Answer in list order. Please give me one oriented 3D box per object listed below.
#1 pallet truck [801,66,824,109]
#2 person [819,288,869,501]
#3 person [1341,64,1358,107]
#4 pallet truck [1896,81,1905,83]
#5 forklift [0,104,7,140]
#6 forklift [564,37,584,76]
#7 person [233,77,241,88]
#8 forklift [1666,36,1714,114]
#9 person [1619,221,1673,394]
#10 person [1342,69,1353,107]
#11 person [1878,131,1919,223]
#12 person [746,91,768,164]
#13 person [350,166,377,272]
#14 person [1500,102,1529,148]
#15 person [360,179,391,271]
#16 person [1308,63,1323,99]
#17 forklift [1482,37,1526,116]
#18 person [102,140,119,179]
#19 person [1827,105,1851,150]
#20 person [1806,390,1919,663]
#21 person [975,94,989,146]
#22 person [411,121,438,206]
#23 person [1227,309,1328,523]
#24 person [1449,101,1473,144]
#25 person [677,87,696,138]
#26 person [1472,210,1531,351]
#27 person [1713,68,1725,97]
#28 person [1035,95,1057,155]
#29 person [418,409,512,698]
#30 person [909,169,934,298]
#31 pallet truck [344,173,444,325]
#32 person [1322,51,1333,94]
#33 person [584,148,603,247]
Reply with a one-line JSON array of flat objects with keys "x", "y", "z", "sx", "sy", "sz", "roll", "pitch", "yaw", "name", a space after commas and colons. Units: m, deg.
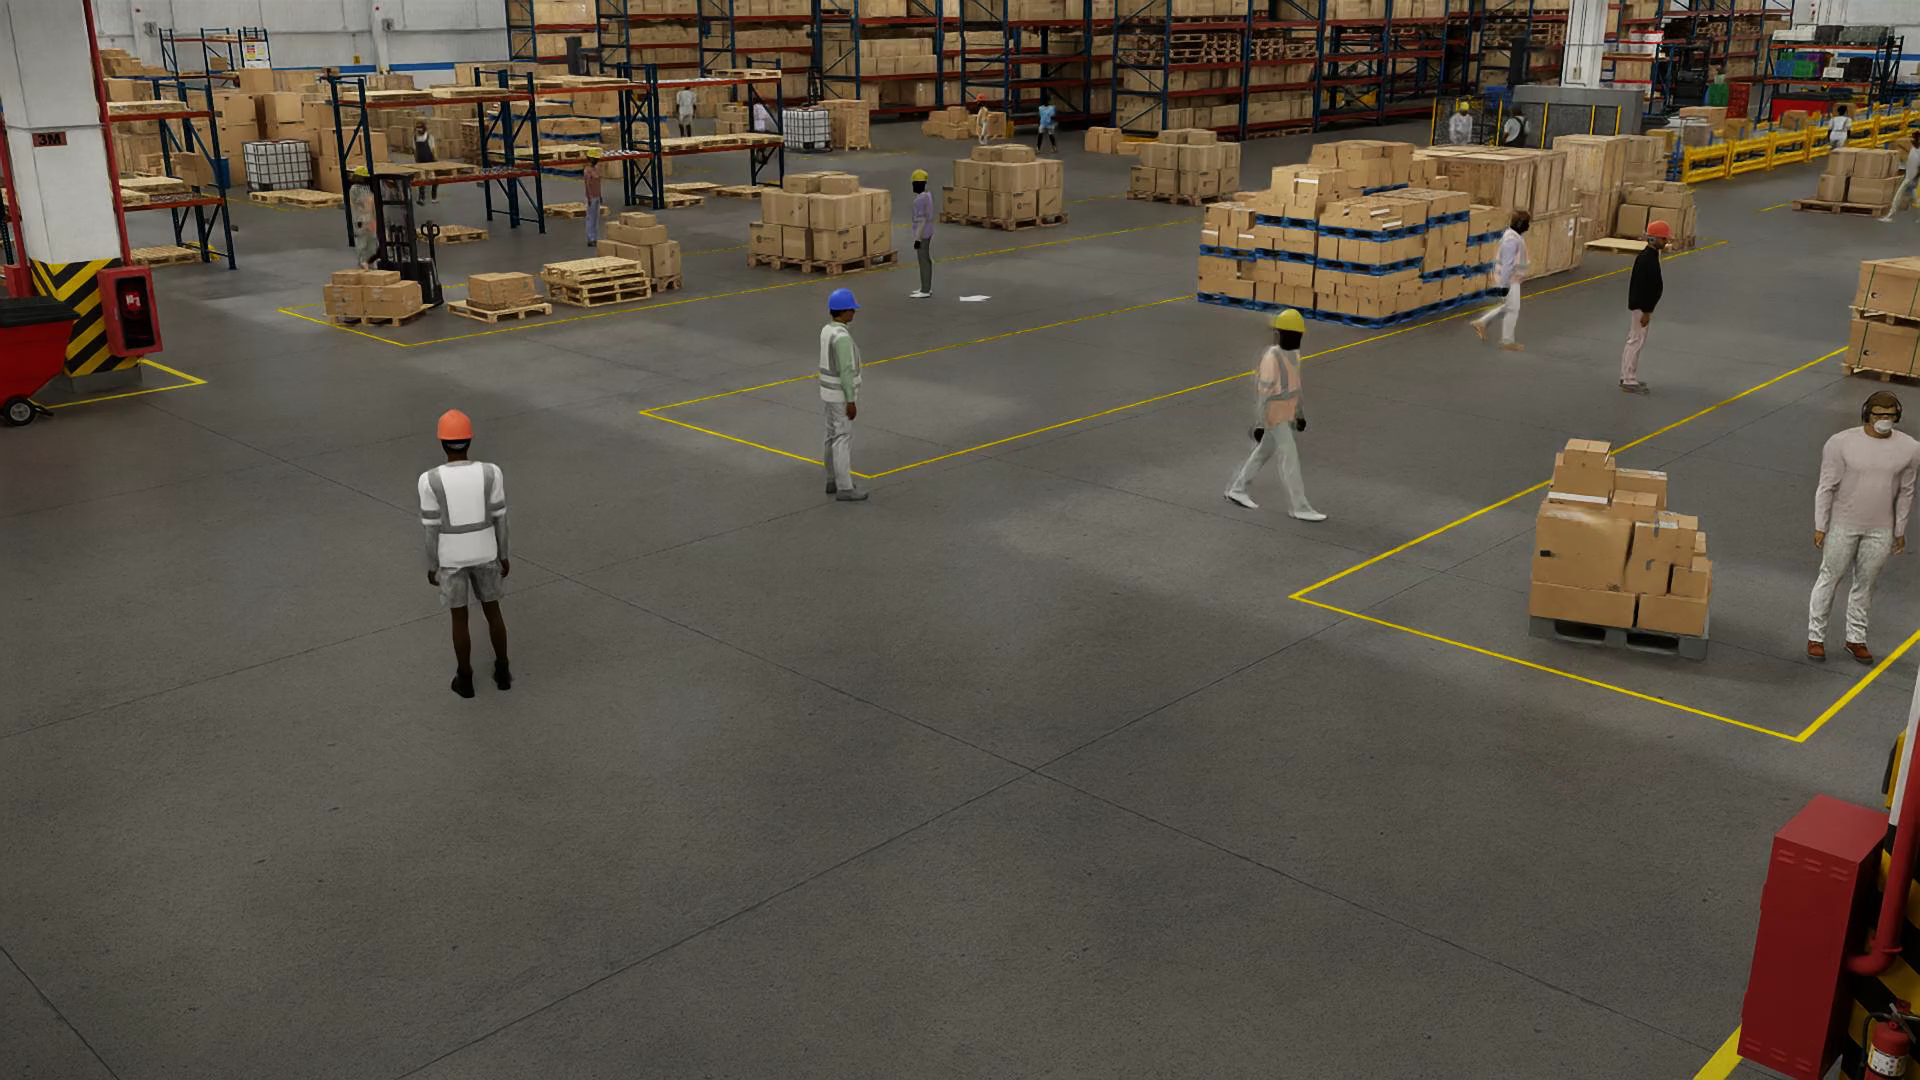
[{"x": -4.812, "y": -15.182, "z": 56.903, "sx": 0.823, "sy": 1.965, "sz": 1.885, "roll": -9, "pitch": 21, "yaw": -26, "name": "pallet truck"}, {"x": -1.087, "y": -1.331, "z": 15.247, "sx": 0.389, "sy": 1.949, "sz": 0.602, "roll": -7, "pitch": 20, "yaw": -20, "name": "person"}, {"x": 14.496, "y": -16.608, "z": 61.393, "sx": 1.003, "sy": 1.871, "sz": 0.683, "roll": -2, "pitch": 18, "yaw": -5, "name": "person"}, {"x": 34.802, "y": -16.331, "z": 61.455, "sx": 0.653, "sy": 1.274, "sz": 1.630, "roll": 17, "pitch": 25, "yaw": 41, "name": "pallet truck"}, {"x": -30.137, "y": -13.577, "z": 50.687, "sx": 1.129, "sy": 2.768, "sz": 1.873, "roll": 17, "pitch": 25, "yaw": 41, "name": "forklift"}, {"x": -14.198, "y": -17.134, "z": 61.404, "sx": 1.873, "sy": 2.768, "sz": 1.129, "roll": 2, "pitch": 18, "yaw": 6, "name": "forklift"}, {"x": -22.760, "y": -13.715, "z": 52.703, "sx": 0.602, "sy": 1.866, "sz": 0.981, "roll": -8, "pitch": 20, "yaw": -22, "name": "person"}, {"x": 27.341, "y": -17.291, "z": 61.877, "sx": 1.129, "sy": 2.768, "sz": 1.873, "roll": 17, "pitch": 25, "yaw": 41, "name": "forklift"}, {"x": 7.967, "y": -2.709, "z": 19.330, "sx": 0.393, "sy": 1.990, "sz": 0.617, "roll": 6, "pitch": 19, "yaw": 18, "name": "person"}, {"x": 14.298, "y": -16.502, "z": 61.365, "sx": 0.415, "sy": 1.683, "sz": 0.549, "roll": 0, "pitch": 18, "yaw": 0, "name": "person"}, {"x": 19.137, "y": -7.272, "z": 33.372, "sx": 0.979, "sy": 1.822, "sz": 0.539, "roll": -2, "pitch": 18, "yaw": -5, "name": "person"}, {"x": -5.507, "y": -11.083, "z": 44.696, "sx": 0.883, "sy": 1.899, "sz": 0.564, "roll": 14, "pitch": 23, "yaw": 36, "name": "person"}, {"x": -9.890, "y": -5.339, "z": 27.658, "sx": 0.308, "sy": 1.736, "sz": 0.484, "roll": 2, "pitch": 19, "yaw": 7, "name": "person"}, {"x": 13.007, "y": -9.257, "z": 38.984, "sx": 0.683, "sy": 2.000, "sz": 0.982, "roll": -13, "pitch": 22, "yaw": -34, "name": "person"}, {"x": -9.375, "y": -5.008, "z": 26.731, "sx": 0.594, "sy": 1.681, "sz": 0.543, "roll": -10, "pitch": 21, "yaw": -28, "name": "person"}, {"x": 14.555, "y": -18.877, "z": 68.287, "sx": 0.640, "sy": 1.852, "sz": 1.027, "roll": -10, "pitch": 21, "yaw": -28, "name": "person"}, {"x": 20.262, "y": -16.925, "z": 60.775, "sx": 1.873, "sy": 2.768, "sz": 1.129, "roll": 10, "pitch": 21, "yaw": 29, "name": "forklift"}, {"x": -17.527, "y": -7.466, "z": 33.799, "sx": 0.764, "sy": 1.893, "sz": 0.873, "roll": -8, "pitch": 20, "yaw": -22, "name": "person"}, {"x": 22.619, "y": -10.363, "z": 42.878, "sx": 0.714, "sy": 1.672, "sz": 0.530, "roll": -17, "pitch": 25, "yaw": -41, "name": "person"}, {"x": 6.240, "y": -0.089, "z": 11.522, "sx": 0.630, "sy": 1.940, "sz": 0.372, "roll": 3, "pitch": 19, "yaw": 8, "name": "person"}, {"x": 0.564, "y": -10.544, "z": 43.019, "sx": 0.361, "sy": 1.940, "sz": 0.543, "roll": -2, "pitch": 18, "yaw": -5, "name": "person"}, {"x": -11.624, "y": -8.181, "z": 36.124, "sx": 0.536, "sy": 1.791, "sz": 0.973, "roll": 0, "pitch": 18, "yaw": 0, "name": "person"}, {"x": 2.830, "y": -1.130, "z": 14.758, "sx": 0.979, "sy": 1.882, "sz": 0.603, "roll": 11, "pitch": 21, "yaw": 30, "name": "person"}, {"x": 12.656, "y": -10.170, "z": 42.078, "sx": 0.611, "sy": 1.820, "sz": 0.515, "roll": -1, "pitch": 18, "yaw": -4, "name": "person"}, {"x": -8.181, "y": -12.755, "z": 49.685, "sx": 0.632, "sy": 1.935, "sz": 0.495, "roll": -7, "pitch": 20, "yaw": -21, "name": "person"}, {"x": 7.087, "y": -3.380, "z": 21.618, "sx": 0.608, "sy": 1.817, "sz": 0.643, "roll": 7, "pitch": 20, "yaw": 20, "name": "person"}, {"x": 29.372, "y": -17.514, "z": 64.562, "sx": 0.846, "sy": 1.579, "sz": 0.492, "roll": -11, "pitch": 21, "yaw": -31, "name": "person"}, {"x": 2.489, "y": -11.838, "z": 47.367, "sx": 0.533, "sy": 1.653, "sz": 0.832, "roll": 10, "pitch": 21, "yaw": 27, "name": "person"}, {"x": -3.259, "y": 0.089, "z": 10.987, "sx": 0.551, "sy": 1.934, "sz": 0.373, "roll": -10, "pitch": 21, "yaw": -27, "name": "person"}, {"x": -0.588, "y": -4.654, "z": 25.294, "sx": 0.368, "sy": 1.928, "sz": 0.585, "roll": 3, "pitch": 19, "yaw": 8, "name": "person"}, {"x": -8.209, "y": -4.181, "z": 23.757, "sx": 0.823, "sy": 1.965, "sz": 1.885, "roll": 3, "pitch": 19, "yaw": 9, "name": "pallet truck"}, {"x": 16.512, "y": -20.843, "z": 74.092, "sx": 0.771, "sy": 1.910, "sz": 0.563, "roll": -12, "pitch": 22, "yaw": -31, "name": "person"}, {"x": -6.676, "y": -6.259, "z": 30.385, "sx": 0.329, "sy": 1.765, "sz": 0.526, "roll": 4, "pitch": 19, "yaw": 12, "name": "person"}]
